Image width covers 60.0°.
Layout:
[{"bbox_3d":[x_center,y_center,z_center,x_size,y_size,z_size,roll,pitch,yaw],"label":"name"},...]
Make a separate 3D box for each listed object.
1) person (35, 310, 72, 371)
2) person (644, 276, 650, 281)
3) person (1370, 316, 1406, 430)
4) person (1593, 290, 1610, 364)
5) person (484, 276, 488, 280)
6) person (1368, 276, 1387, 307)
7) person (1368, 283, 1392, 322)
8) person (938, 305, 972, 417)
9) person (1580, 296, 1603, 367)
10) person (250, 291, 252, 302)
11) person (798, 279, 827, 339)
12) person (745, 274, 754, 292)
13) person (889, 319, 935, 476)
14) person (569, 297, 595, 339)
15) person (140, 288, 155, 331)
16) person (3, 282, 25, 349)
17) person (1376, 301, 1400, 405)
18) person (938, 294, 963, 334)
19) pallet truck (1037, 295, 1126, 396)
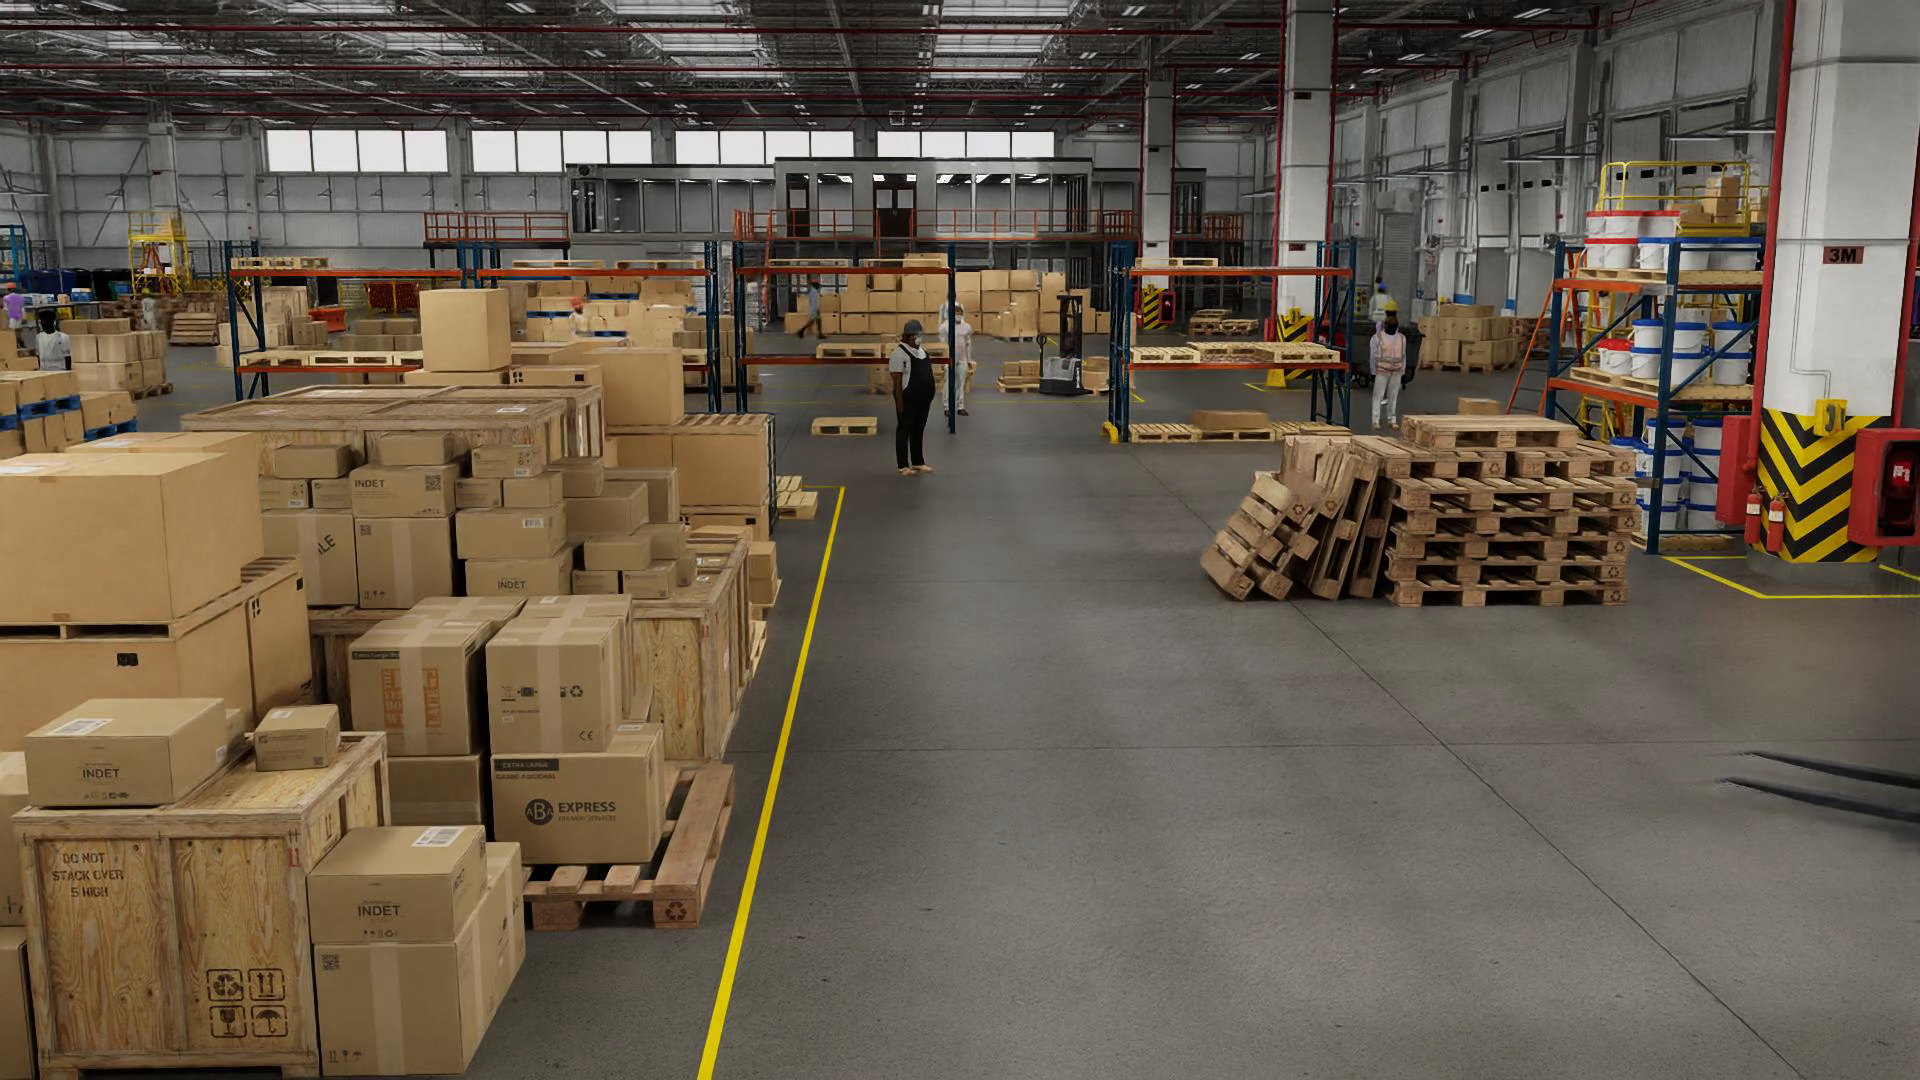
[{"bbox_3d":[-14.337,-2.652,26.299,0.613,1.965,0.361,2,10,12],"label":"person"},{"bbox_3d":[-11.667,-8.935,61.791,0.989,1.805,0.507,9,14,41],"label":"person"},{"bbox_3d":[6.933,-2.697,26.915,0.624,1.840,0.429,-2,10,-11],"label":"person"},{"bbox_3d":[15.998,-5.379,41.422,0.391,1.988,0.622,-2,10,-9],"label":"person"},{"bbox_3d":[-16.001,-7.987,56.192,0.627,1.897,0.621,4,11,20],"label":"person"},{"bbox_3d":[14.708,-8.382,58.593,0.637,1.831,0.572,0,10,-2],"label":"person"},{"bbox_3d":[11.526,-6.076,45.577,0.653,1.906,0.874,1,10,8],"label":"person"},{"bbox_3d":[-0.070,-3.121,29.001,0.630,1.937,0.373,-5,11,-26],"label":"person"},{"bbox_3d":[14.279,-4.618,37.619,0.522,1.843,0.813,0,10,-3],"label":"person"},{"bbox_3d":[-18.295,-5.621,43.314,0.551,1.811,0.987,3,11,17],"label":"person"},{"bbox_3d":[-4.598,-7.176,51.743,0.841,1.882,0.584,-1,10,-4],"label":"person"},{"bbox_3d":[-7.558,-8.795,60.877,0.885,1.849,0.580,2,10,12],"label":"person"},{"bbox_3d":[-0.576,-1.861,21.685,0.537,2.000,0.680,7,12,35],"label":"person"},{"bbox_3d":[-7.896,-4.160,34.967,0.629,1.872,0.772,-6,12,-32],"label":"person"},{"bbox_3d":[-23.155,-6.322,47.417,0.402,1.730,0.489,3,11,18],"label":"person"},{"bbox_3d":[-26.448,-6.264,46.562,0.671,1.920,0.550,8,13,36],"label":"person"},{"bbox_3d":[8.021,-3.501,31.138,0.594,1.926,0.370,-9,13,-40],"label":"person"},{"bbox_3d":[-0.233,-5.189,40.824,0.596,1.829,0.974,-2,10,-12],"label":"person"},{"bbox_3d":[2.483,-3.881,33.060,1.885,1.965,0.823,-7,13,-36],"label":"pallet truck"}]
